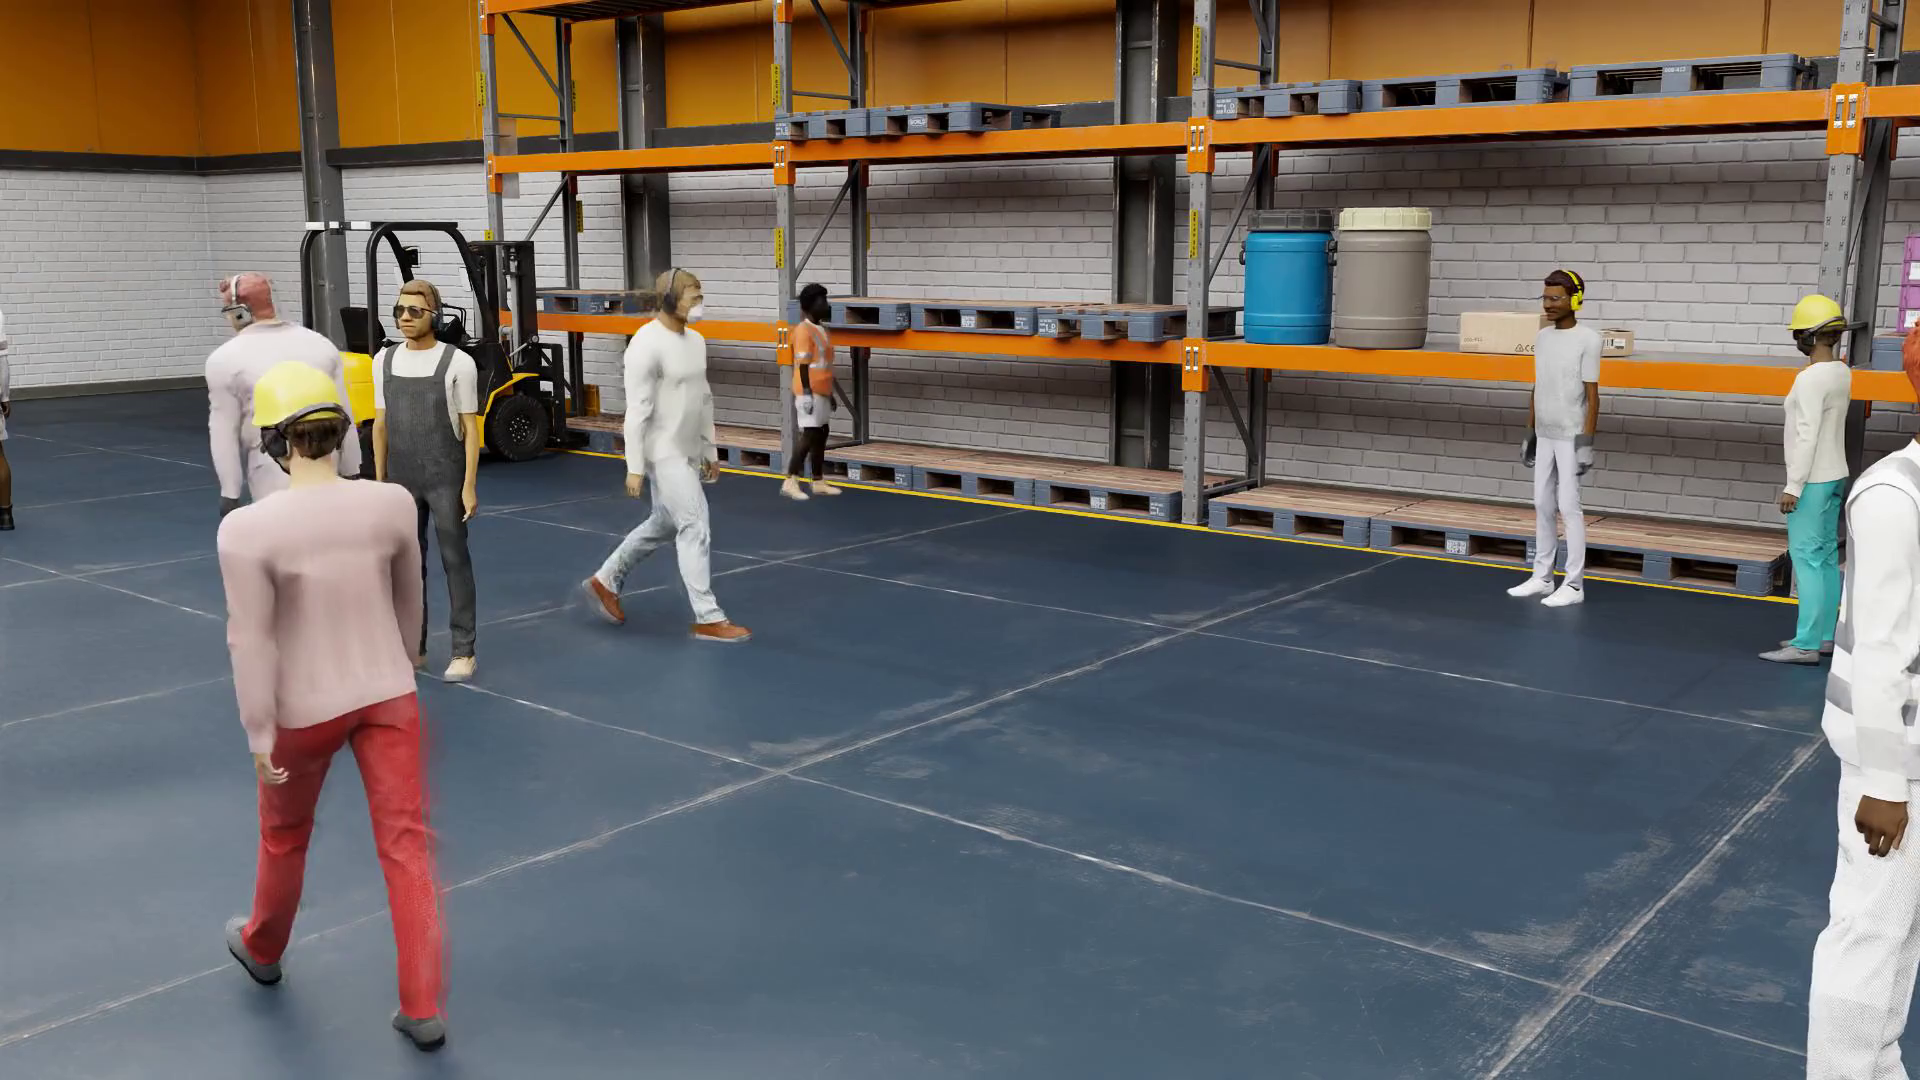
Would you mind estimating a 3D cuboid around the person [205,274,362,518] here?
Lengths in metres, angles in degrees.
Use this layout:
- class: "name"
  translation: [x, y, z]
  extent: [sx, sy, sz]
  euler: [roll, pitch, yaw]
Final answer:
- class: "person"
  translation: [-3.164, -0.298, 7.781]
  extent: [0.564, 1.866, 0.659]
  euler: [6, 12, 30]

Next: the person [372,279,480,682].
- class: "person"
  translation: [-2.448, -0.263, 7.630]
  extent: [0.506, 1.847, 0.345]
  euler: [1, 10, 7]

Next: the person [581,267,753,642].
- class: "person"
  translation: [-1.539, -0.437, 8.472]
  extent: [0.960, 1.902, 0.645]
  euler: [3, 11, 17]

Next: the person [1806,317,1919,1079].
- class: "person"
  translation: [2.044, 0.455, 3.548]
  extent: [0.354, 1.883, 0.576]
  euler: [10, 14, 43]

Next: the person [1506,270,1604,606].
- class: "person"
  translation: [3.334, -0.564, 9.270]
  extent: [0.322, 1.861, 0.515]
  euler: [-4, 11, -22]

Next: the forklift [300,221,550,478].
- class: "forklift"
  translation: [-4.922, -1.741, 14.854]
  extent: [1.214, 2.155, 2.313]
  euler: [8, 13, 38]

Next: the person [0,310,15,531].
- class: "person"
  translation: [-6.839, -0.995, 11.455]
  extent: [0.367, 1.930, 0.542]
  euler: [9, 13, 40]

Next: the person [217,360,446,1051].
- class: "person"
  translation: [-1.626, 0.405, 4.283]
  extent: [0.544, 1.722, 0.909]
  euler: [-9, 14, -41]

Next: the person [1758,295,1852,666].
- class: "person"
  translation: [4.057, -0.282, 7.961]
  extent: [0.325, 1.765, 0.530]
  euler: [10, 14, 44]

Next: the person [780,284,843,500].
- class: "person"
  translation: [-1.172, -1.158, 13.078]
  extent: [0.470, 1.685, 0.583]
  euler: [2, 10, 12]
